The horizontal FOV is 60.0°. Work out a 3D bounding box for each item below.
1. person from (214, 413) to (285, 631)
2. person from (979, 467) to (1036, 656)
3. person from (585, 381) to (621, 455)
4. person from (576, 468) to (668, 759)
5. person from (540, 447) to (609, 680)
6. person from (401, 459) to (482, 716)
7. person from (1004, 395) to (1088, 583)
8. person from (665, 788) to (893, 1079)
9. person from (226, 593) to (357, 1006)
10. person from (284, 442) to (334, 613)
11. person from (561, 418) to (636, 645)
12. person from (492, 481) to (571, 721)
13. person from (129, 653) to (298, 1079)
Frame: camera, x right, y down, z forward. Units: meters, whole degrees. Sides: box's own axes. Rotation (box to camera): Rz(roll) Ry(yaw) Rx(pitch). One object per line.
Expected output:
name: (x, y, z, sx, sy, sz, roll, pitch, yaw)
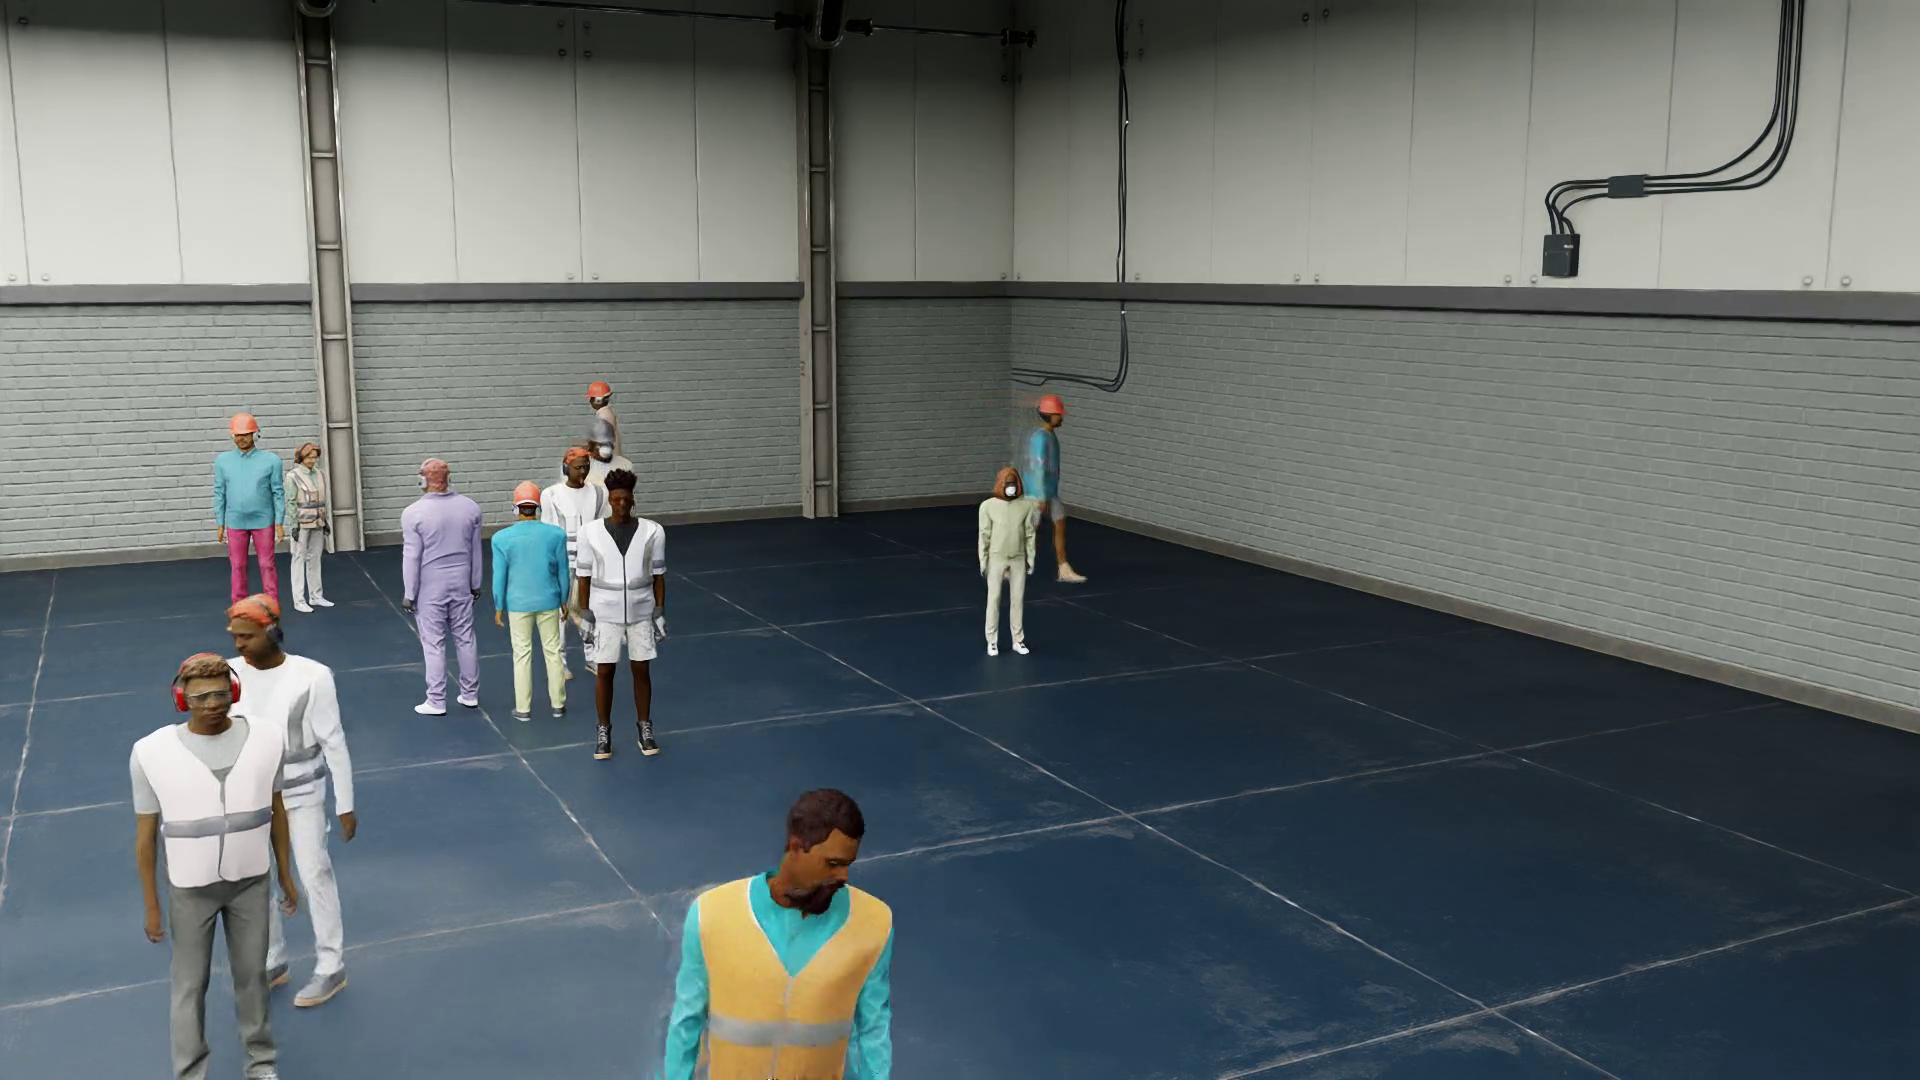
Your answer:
person: (-6.474, -0.161, 15.165, 0.608, 1.995, 0.377, -2, 9, -11)
person: (0.404, 0.183, 14.181, 0.500, 1.626, 0.282, -2, 10, -15)
person: (-4.171, -0.864, 19.500, 0.399, 1.989, 0.622, 0, 9, -2)
person: (-2.273, 0.493, 11.226, 0.607, 1.964, 0.367, -3, 10, -18)
person: (-3.086, 0.187, 13.404, 0.576, 1.877, 0.347, -6, 11, -33)
person: (-3.850, 0.344, 12.325, 0.403, 1.904, 0.651, 8, 12, 40)
person: (0.805, -0.537, 17.493, 1.011, 2.006, 0.621, 3, 10, 19)
person: (-0.526, 1.600, 4.686, 0.694, 1.881, 0.387, -2, 9, -13)
person: (-2.990, 1.153, 7.414, 0.684, 1.878, 0.370, 1, 9, 8)
person: (-6.295, -0.131, 16.072, 0.314, 1.640, 0.515, 3, 10, 20)
person: (-3.197, -0.117, 14.749, 0.681, 2.000, 0.809, -6, 11, -35)
person: (-3.134, 0.444, 12.172, 0.562, 1.753, 0.333, -4, 10, -23)
person: (-2.881, 1.328, 6.446, 0.570, 1.843, 0.372, -8, 12, -39)
